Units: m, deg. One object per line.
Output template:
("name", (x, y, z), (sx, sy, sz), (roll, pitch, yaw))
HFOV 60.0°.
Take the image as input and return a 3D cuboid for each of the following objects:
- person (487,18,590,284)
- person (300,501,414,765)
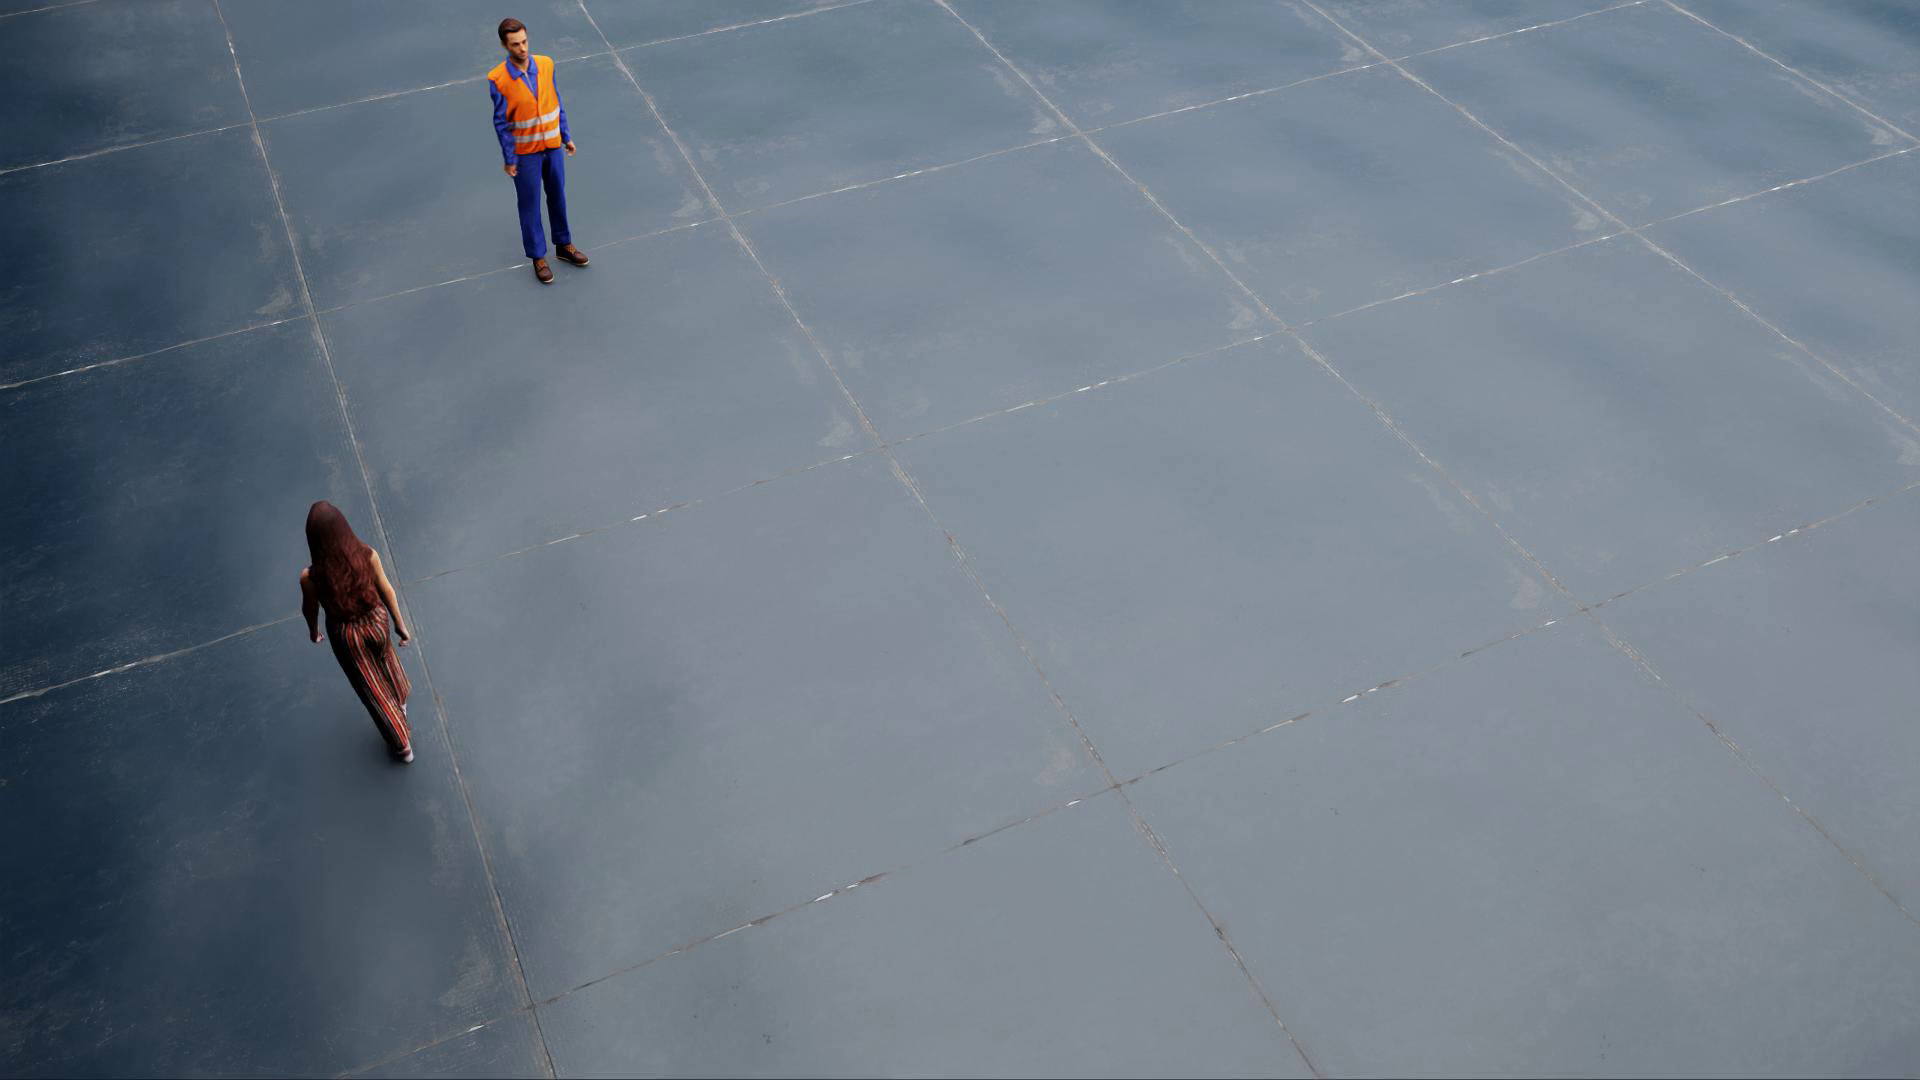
("person", (-2.882, -2.660, 11.298), (0.769, 1.864, 0.727), (-33, 52, -31))
("person", (-2.869, 0.496, 8.060), (0.651, 1.545, 0.784), (-30, 50, -29))
